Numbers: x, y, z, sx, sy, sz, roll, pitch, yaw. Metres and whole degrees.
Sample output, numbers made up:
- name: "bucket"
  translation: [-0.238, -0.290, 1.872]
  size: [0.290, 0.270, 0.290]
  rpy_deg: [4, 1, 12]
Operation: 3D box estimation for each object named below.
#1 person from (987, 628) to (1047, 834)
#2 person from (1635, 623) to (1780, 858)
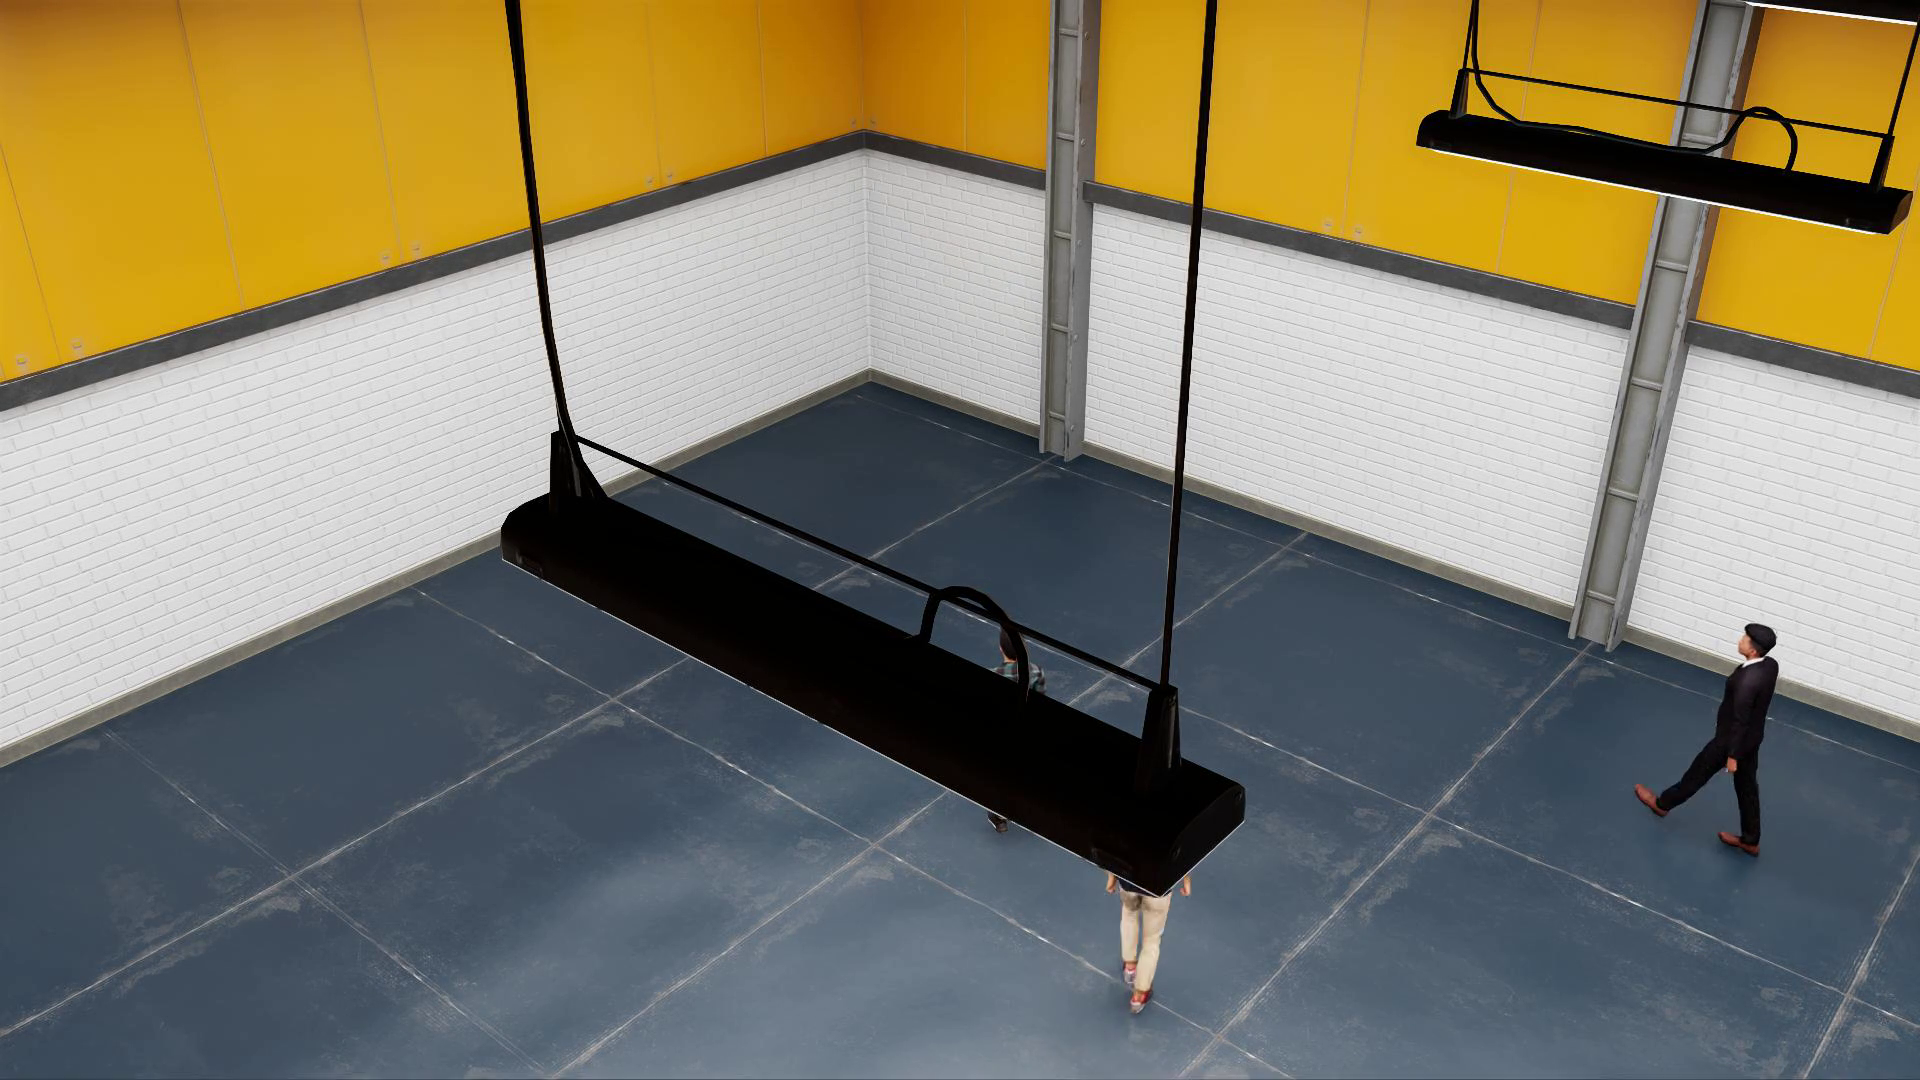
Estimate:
- name: "person"
  translation: [0.393, 1.355, 12.025]
  size: [0.742, 1.715, 0.749]
  rpy_deg: [-5, 29, -10]
- name: "person"
  translation: [5.683, 1.467, 11.944]
  size: [0.826, 1.834, 1.207]
  rpy_deg: [-23, 36, -35]
